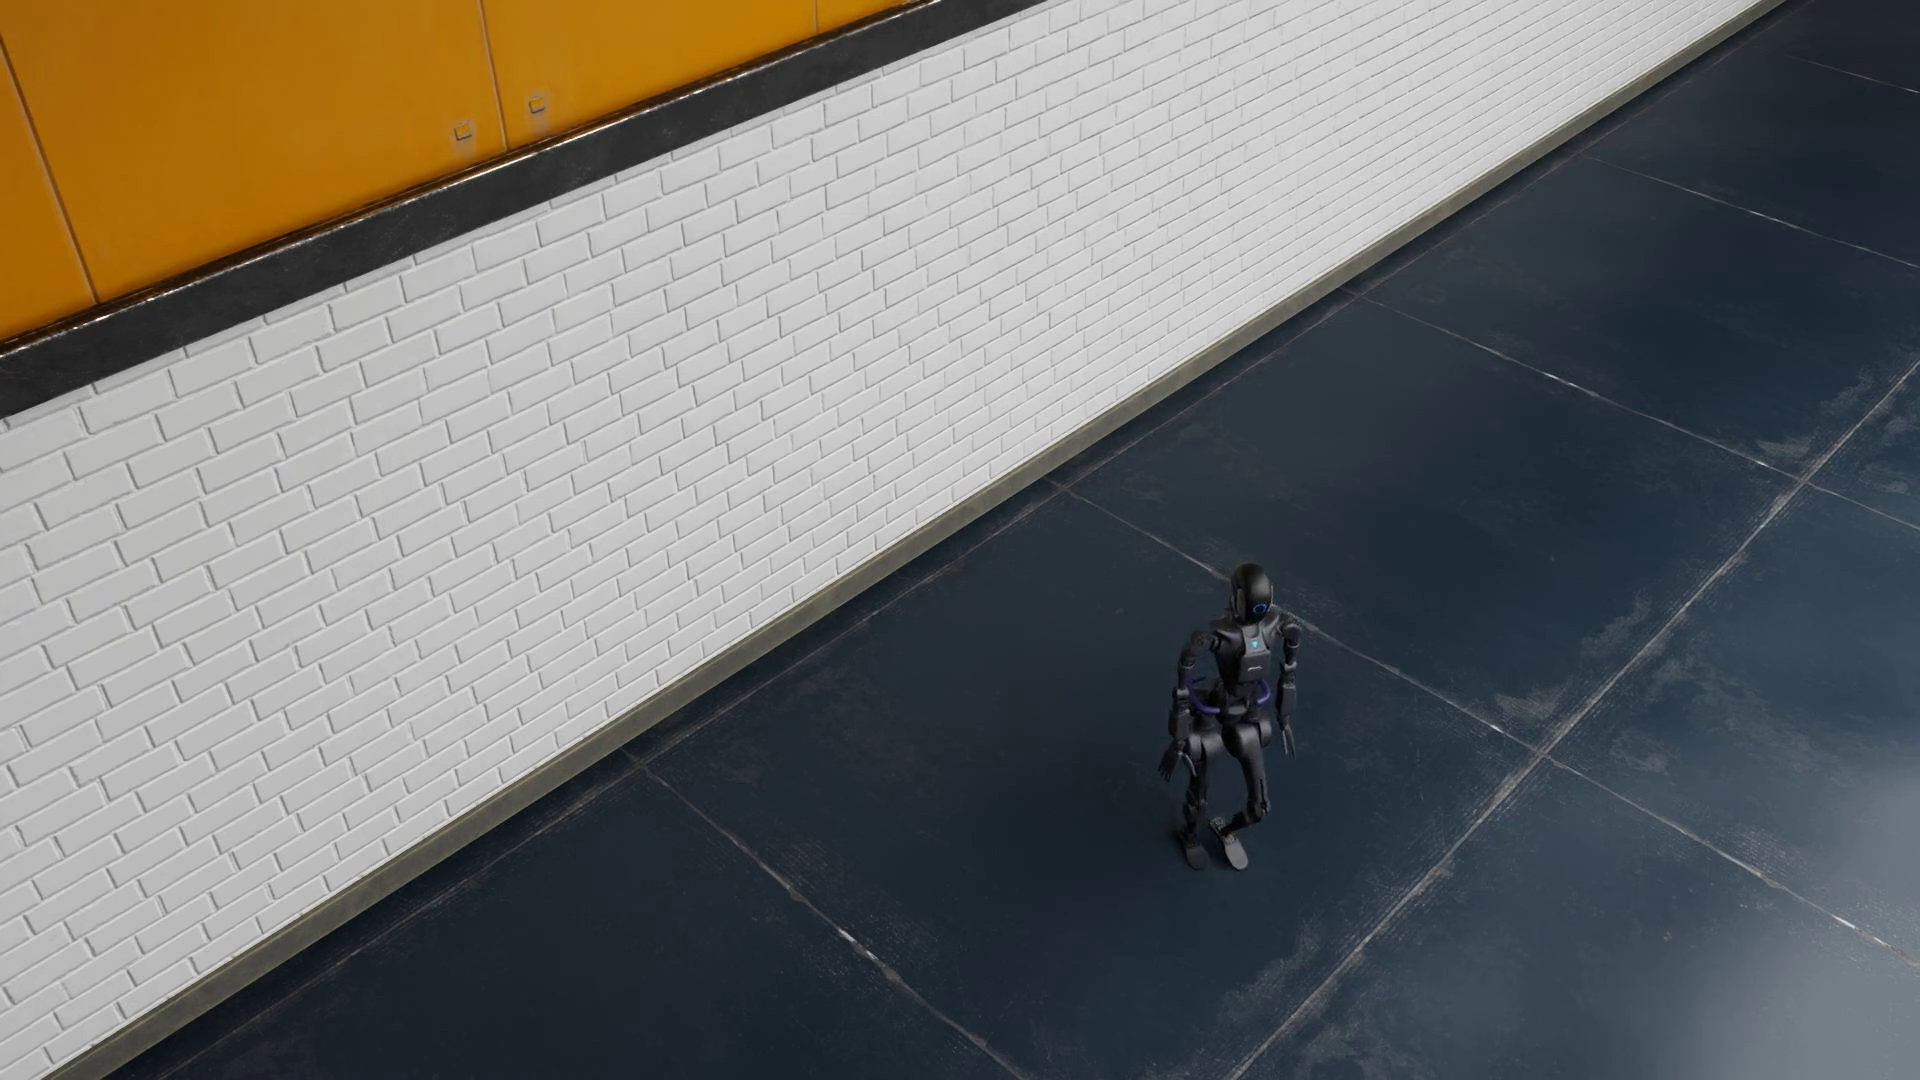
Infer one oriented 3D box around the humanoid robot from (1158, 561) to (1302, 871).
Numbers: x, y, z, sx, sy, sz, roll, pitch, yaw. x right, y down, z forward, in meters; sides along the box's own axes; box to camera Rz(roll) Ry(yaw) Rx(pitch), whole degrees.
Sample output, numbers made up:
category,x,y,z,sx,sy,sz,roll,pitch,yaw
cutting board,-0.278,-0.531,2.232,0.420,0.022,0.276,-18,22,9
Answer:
category,x,y,z,sx,sy,sz,roll,pitch,yaw
humanoid robot,1.100,0.756,6.842,0.592,1.649,0.388,-11,40,-14
